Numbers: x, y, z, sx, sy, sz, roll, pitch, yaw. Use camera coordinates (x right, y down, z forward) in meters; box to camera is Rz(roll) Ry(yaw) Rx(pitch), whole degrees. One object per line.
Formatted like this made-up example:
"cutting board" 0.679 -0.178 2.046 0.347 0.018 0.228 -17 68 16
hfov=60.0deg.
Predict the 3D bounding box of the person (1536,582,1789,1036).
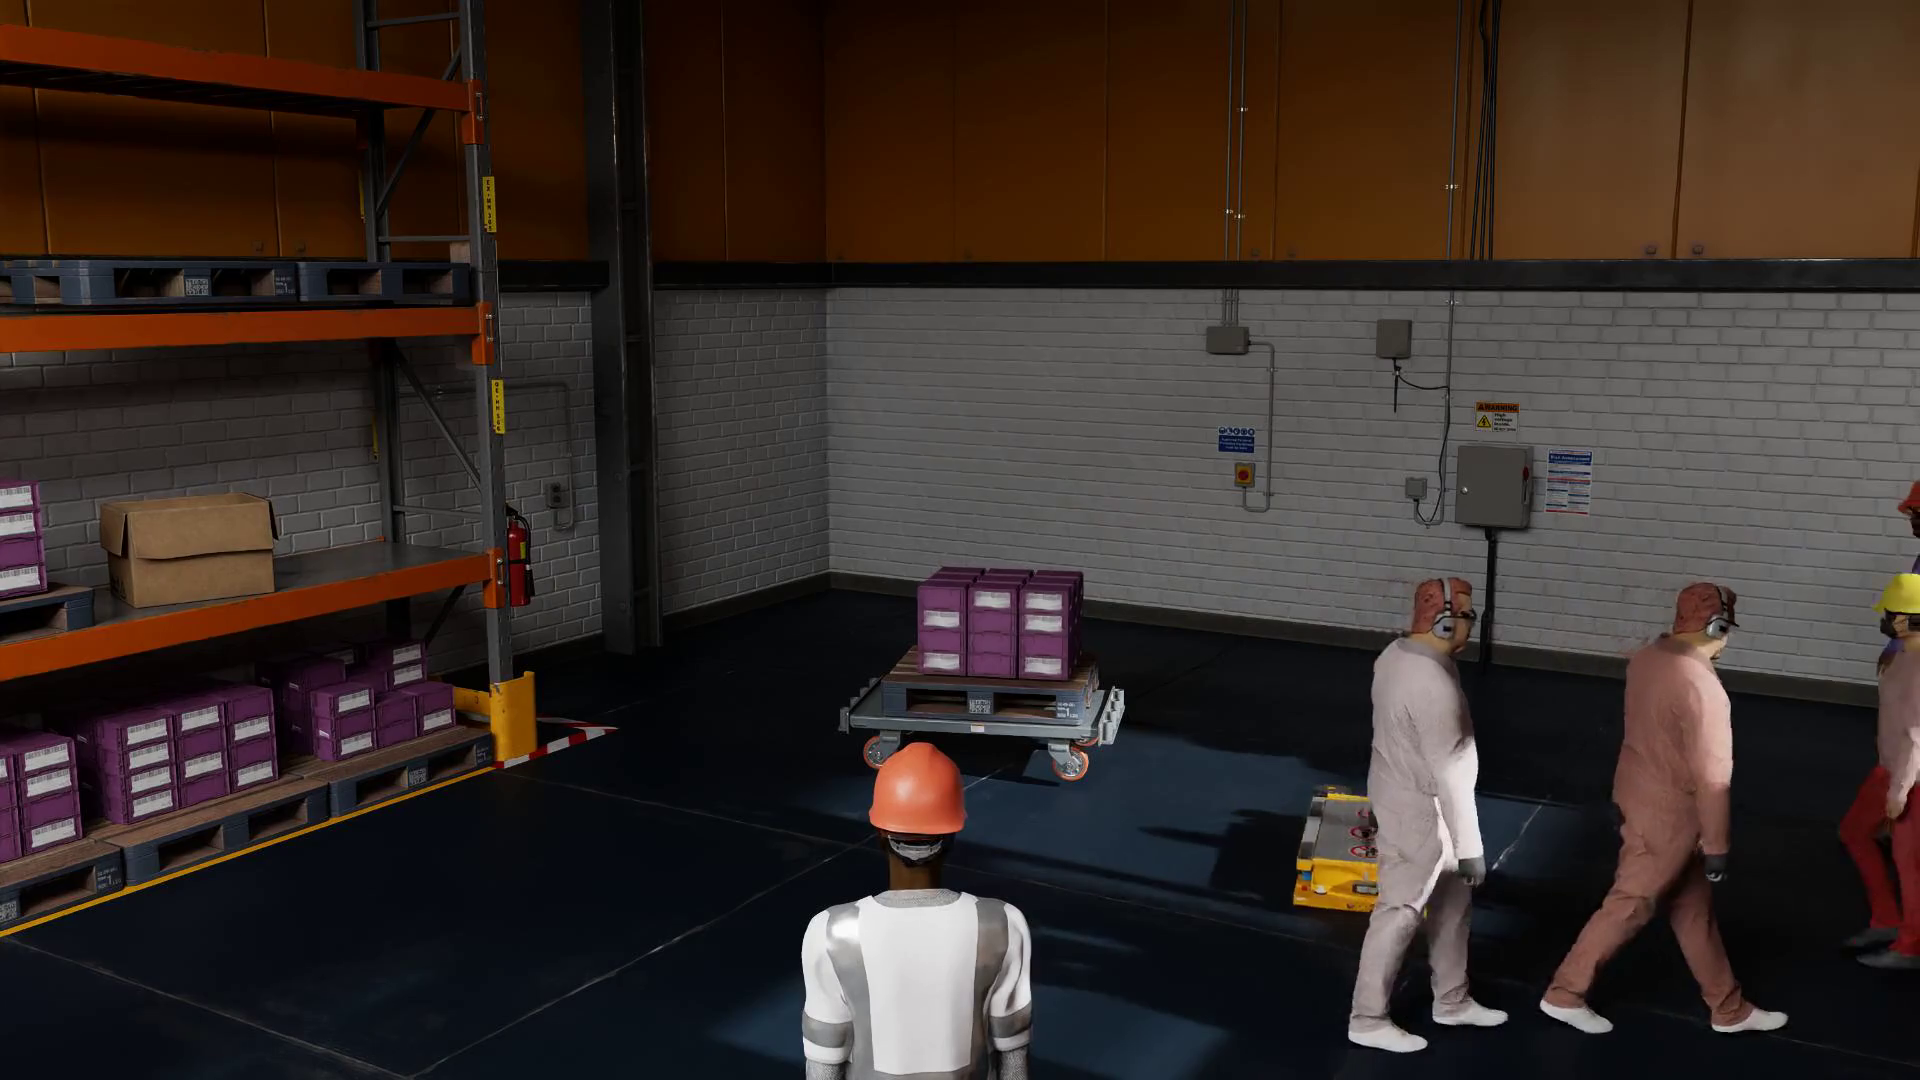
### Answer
"person" 2.785 1.076 6.550 0.990 1.846 0.660 1 9 8

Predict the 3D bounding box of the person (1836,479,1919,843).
"person" 5.025 0.637 8.724 0.594 2.013 0.723 5 10 28

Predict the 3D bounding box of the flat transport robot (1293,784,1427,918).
"flat transport robot" 2.084 1.552 8.441 0.652 0.197 1.431 3 9 16

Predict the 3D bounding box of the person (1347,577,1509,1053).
"person" 1.888 1.072 6.410 0.796 1.876 0.682 1 9 4

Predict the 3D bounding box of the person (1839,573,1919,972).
"person" 4.028 1.009 7.194 0.445 1.750 0.545 3 10 19

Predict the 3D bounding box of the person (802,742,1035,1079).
"person" -0.101 1.435 3.986 0.549 1.937 0.358 -1 9 -7
